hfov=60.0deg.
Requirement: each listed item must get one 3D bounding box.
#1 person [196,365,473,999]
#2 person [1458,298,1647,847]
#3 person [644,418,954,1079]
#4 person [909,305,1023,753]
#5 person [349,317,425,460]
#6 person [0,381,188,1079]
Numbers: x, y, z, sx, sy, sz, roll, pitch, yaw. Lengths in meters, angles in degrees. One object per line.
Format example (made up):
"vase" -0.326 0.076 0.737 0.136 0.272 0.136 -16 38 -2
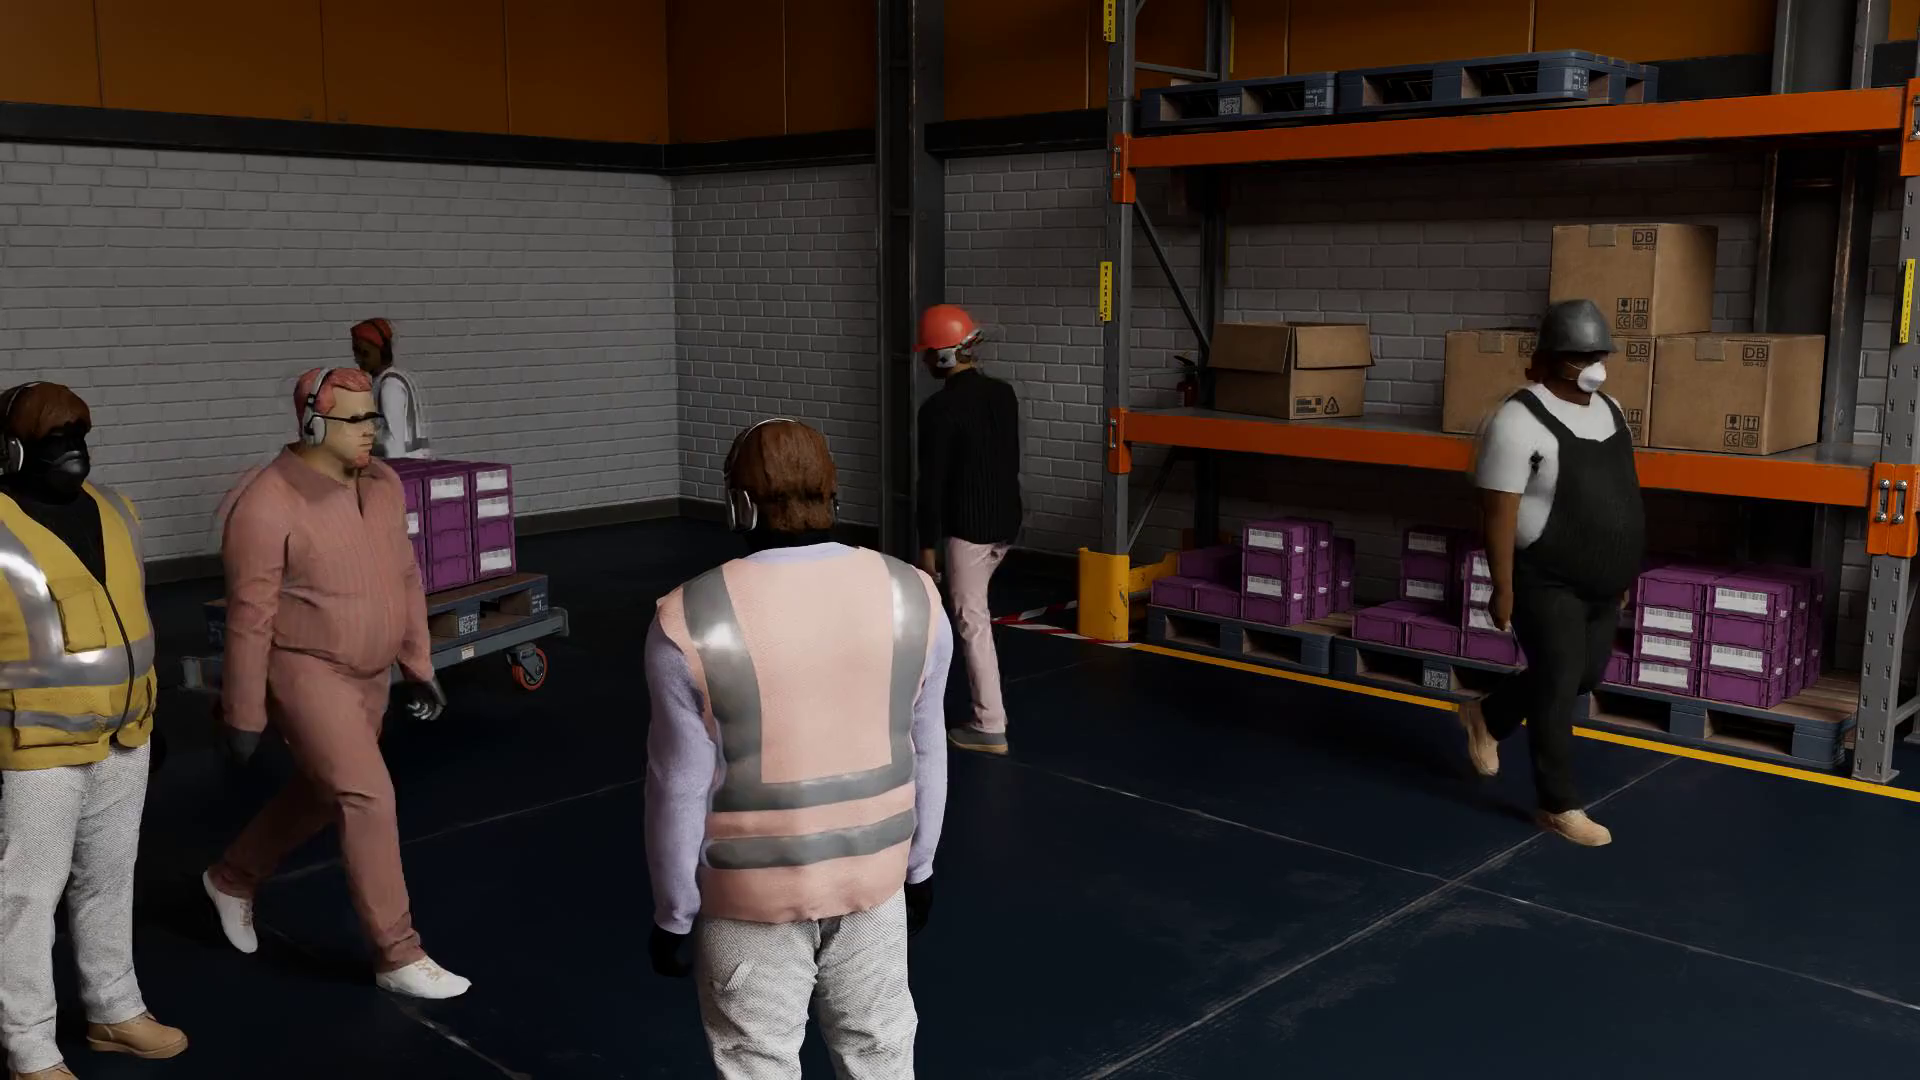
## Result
"person" -1.927 0.403 4.925 0.967 1.857 0.622 2 10 13
"person" 2.228 0.074 6.358 0.681 2.000 0.792 -6 11 -33
"person" -0.325 0.678 3.284 0.621 1.839 0.429 -4 10 -26
"person" 0.027 -0.041 7.310 0.539 1.961 0.644 8 12 39
"person" -3.060 -0.295 9.171 0.519 1.861 0.653 -3 10 -20
"person" -2.284 0.515 4.263 0.429 1.842 0.636 3 10 16
